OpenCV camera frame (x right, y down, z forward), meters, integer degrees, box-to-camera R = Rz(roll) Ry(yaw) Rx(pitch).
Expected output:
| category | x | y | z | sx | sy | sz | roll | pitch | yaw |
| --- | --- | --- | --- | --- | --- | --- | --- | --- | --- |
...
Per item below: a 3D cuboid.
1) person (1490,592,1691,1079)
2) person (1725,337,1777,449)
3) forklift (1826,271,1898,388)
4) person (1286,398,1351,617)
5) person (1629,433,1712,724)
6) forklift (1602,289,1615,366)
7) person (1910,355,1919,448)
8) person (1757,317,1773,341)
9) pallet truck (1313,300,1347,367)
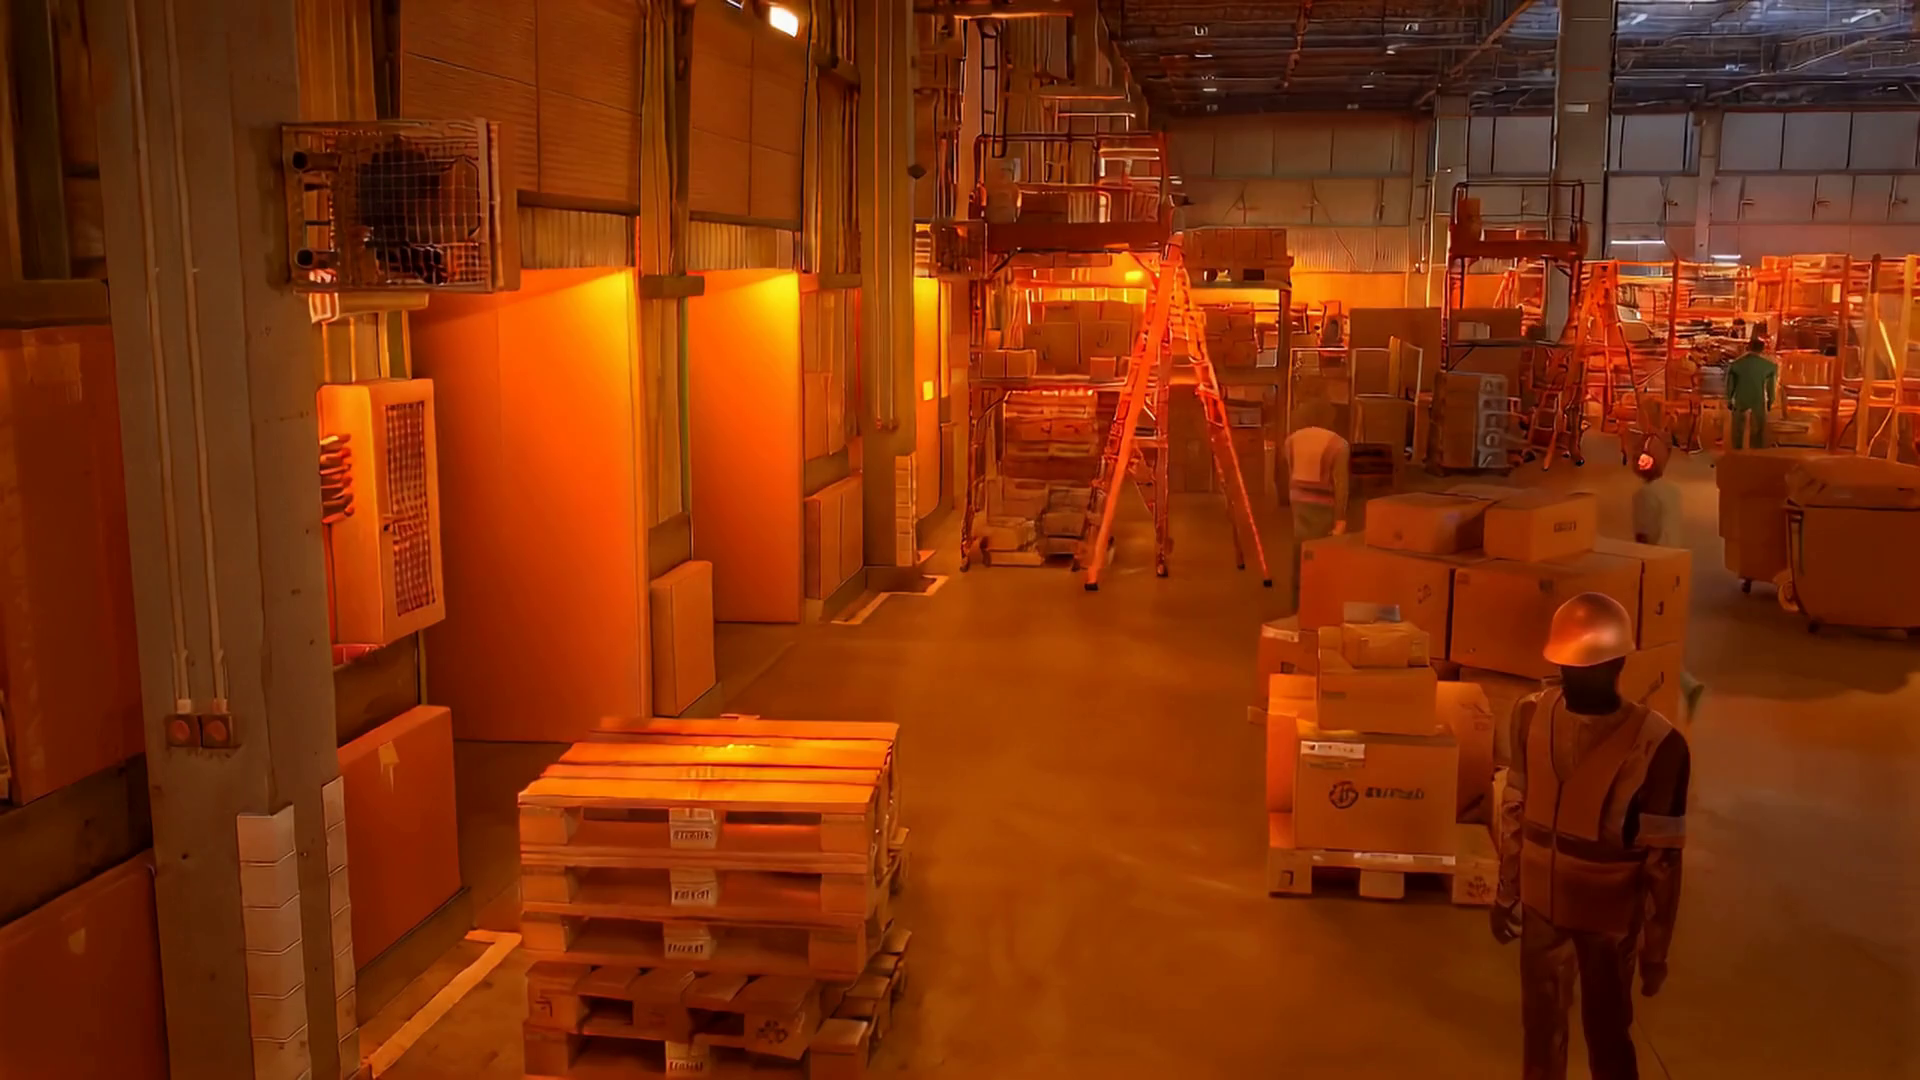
| category | x | y | z | sx | sy | sz | roll | pitch | yaw |
| --- | --- | --- | --- | --- | --- | --- | --- | --- | --- |
| person | 1.855 | 1.095 | 4.985 | 0.391 | 1.918 | 0.588 | -6 | 11 | -33 |
| person | 10.965 | -1.850 | 23.103 | 0.631 | 1.931 | 0.365 | 4 | 10 | 21 |
| forklift | 21.070 | -4.771 | 38.191 | 1.873 | 2.768 | 1.129 | 1 | 9 | 9 |
| person | 2.925 | -0.237 | 13.493 | 0.511 | 1.825 | 0.635 | -9 | 13 | -42 |
| person | 4.320 | 0.267 | 10.293 | 0.539 | 1.852 | 0.673 | -9 | 13 | -44 |
| forklift | 17.337 | -6.024 | 45.922 | 1.129 | 2.768 | 1.873 | 8 | 12 | 40 |
| person | 15.525 | -2.338 | 26.717 | 0.324 | 1.735 | 0.490 | 4 | 10 | 25 |
| person | 20.325 | -4.818 | 42.158 | 0.423 | 1.678 | 0.578 | 7 | 12 | 38 |
| pallet truck | 11.159 | -6.200 | 49.718 | 0.823 | 1.965 | 1.885 | 4 | 10 | 26 |
